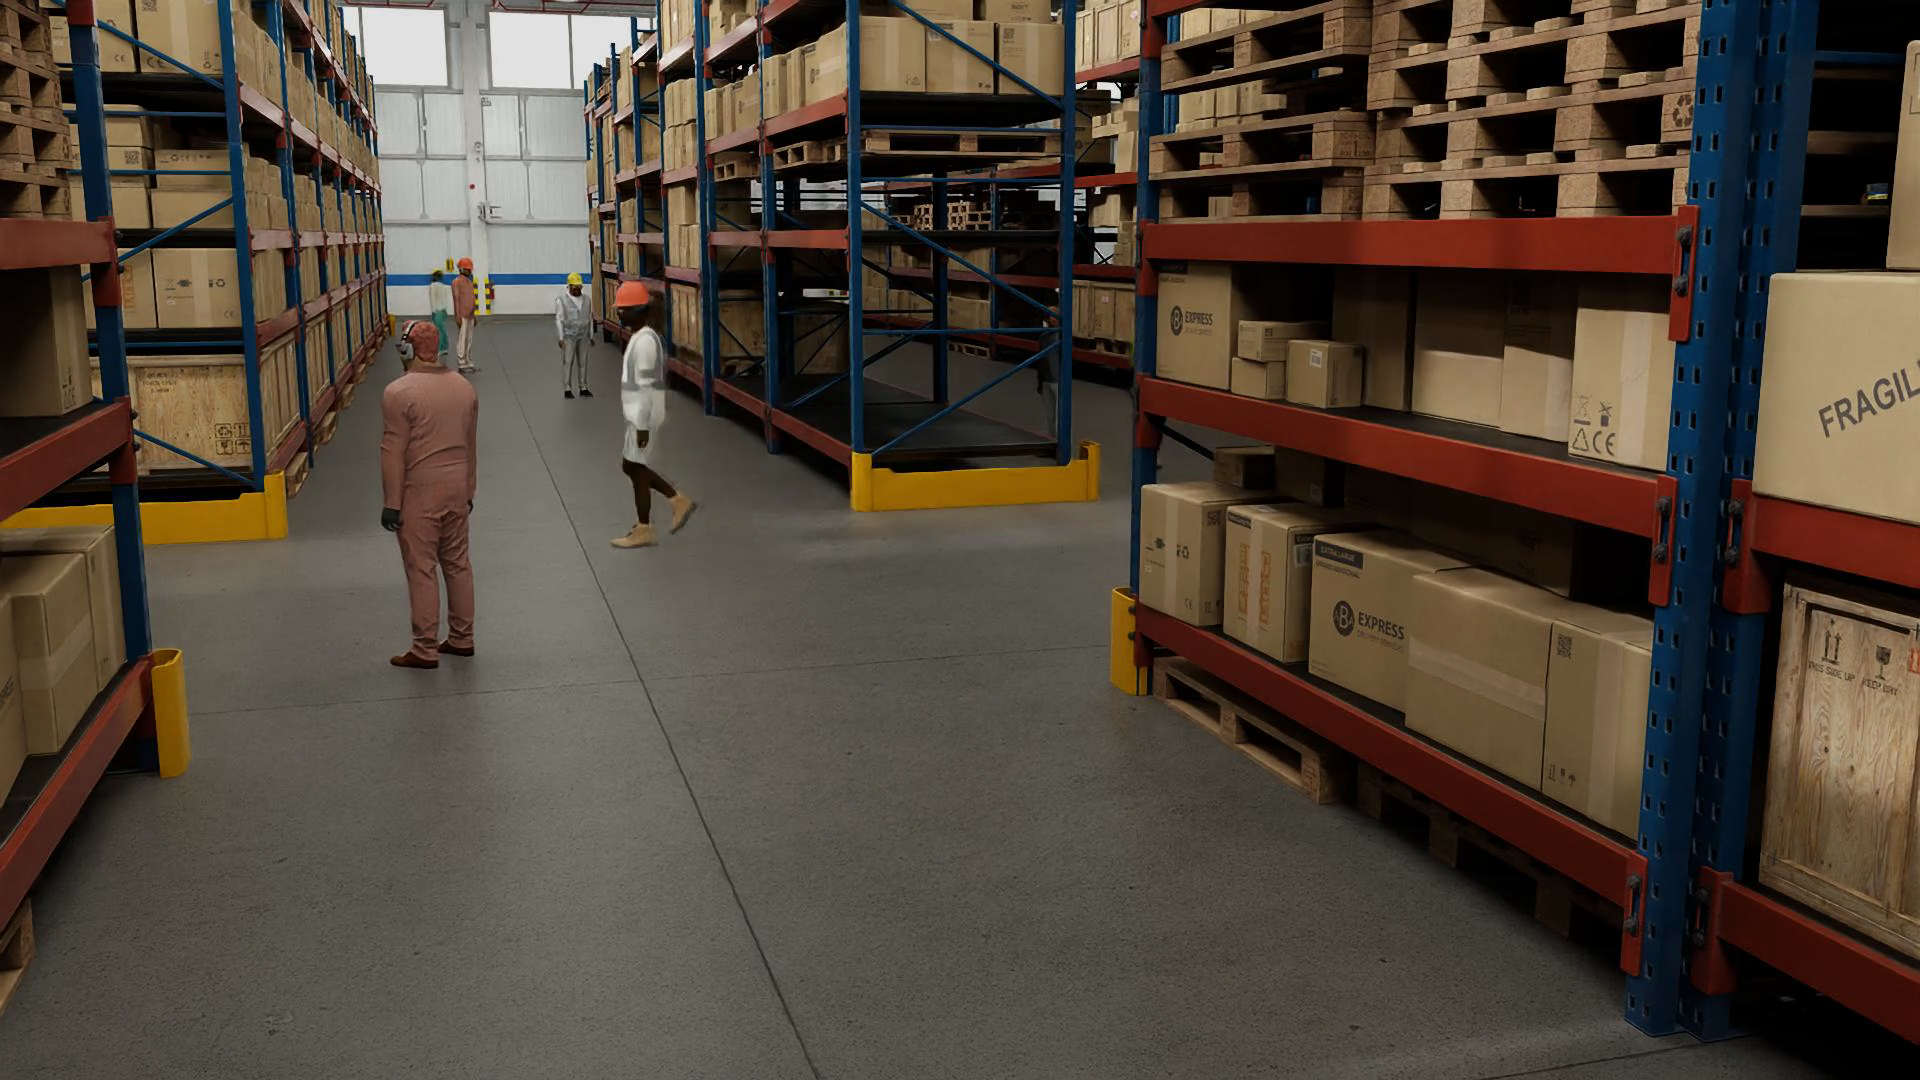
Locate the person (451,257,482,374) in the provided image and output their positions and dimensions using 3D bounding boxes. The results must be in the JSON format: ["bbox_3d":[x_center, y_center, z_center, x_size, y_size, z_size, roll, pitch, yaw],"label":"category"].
[{"bbox_3d":[-8.536,-3.871,28.726,0.382,1.993,0.609,2,10,10],"label":"person"}]

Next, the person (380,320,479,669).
[{"bbox_3d":[-2.930,-0.252,9.151,0.400,1.901,0.643,5,11,25],"label":"person"}]

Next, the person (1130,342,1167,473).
[{"bbox_3d":[1.986,-1.510,16.715,0.537,1.641,0.893,-1,10,-7],"label":"person"}]

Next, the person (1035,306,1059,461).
[{"bbox_3d":[0.989,-1.651,17.575,0.289,1.627,0.498,-7,13,-34],"label":"person"}]

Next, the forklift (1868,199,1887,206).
[{"bbox_3d":[11.338,-2.915,21.052,1.129,2.768,1.873,-3,11,-17],"label":"forklift"}]

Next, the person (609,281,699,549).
[{"bbox_3d":[-2.349,-0.937,12.565,0.579,2.029,0.608,-3,11,-15],"label":"person"}]

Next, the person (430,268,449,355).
[{"bbox_3d":[-10.452,-4.562,33.266,0.334,1.720,0.686,3,11,14],"label":"person"}]

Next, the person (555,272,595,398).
[{"bbox_3d":[-5.616,-2.994,24.354,0.597,1.831,0.403,-9,14,-41],"label":"person"}]
